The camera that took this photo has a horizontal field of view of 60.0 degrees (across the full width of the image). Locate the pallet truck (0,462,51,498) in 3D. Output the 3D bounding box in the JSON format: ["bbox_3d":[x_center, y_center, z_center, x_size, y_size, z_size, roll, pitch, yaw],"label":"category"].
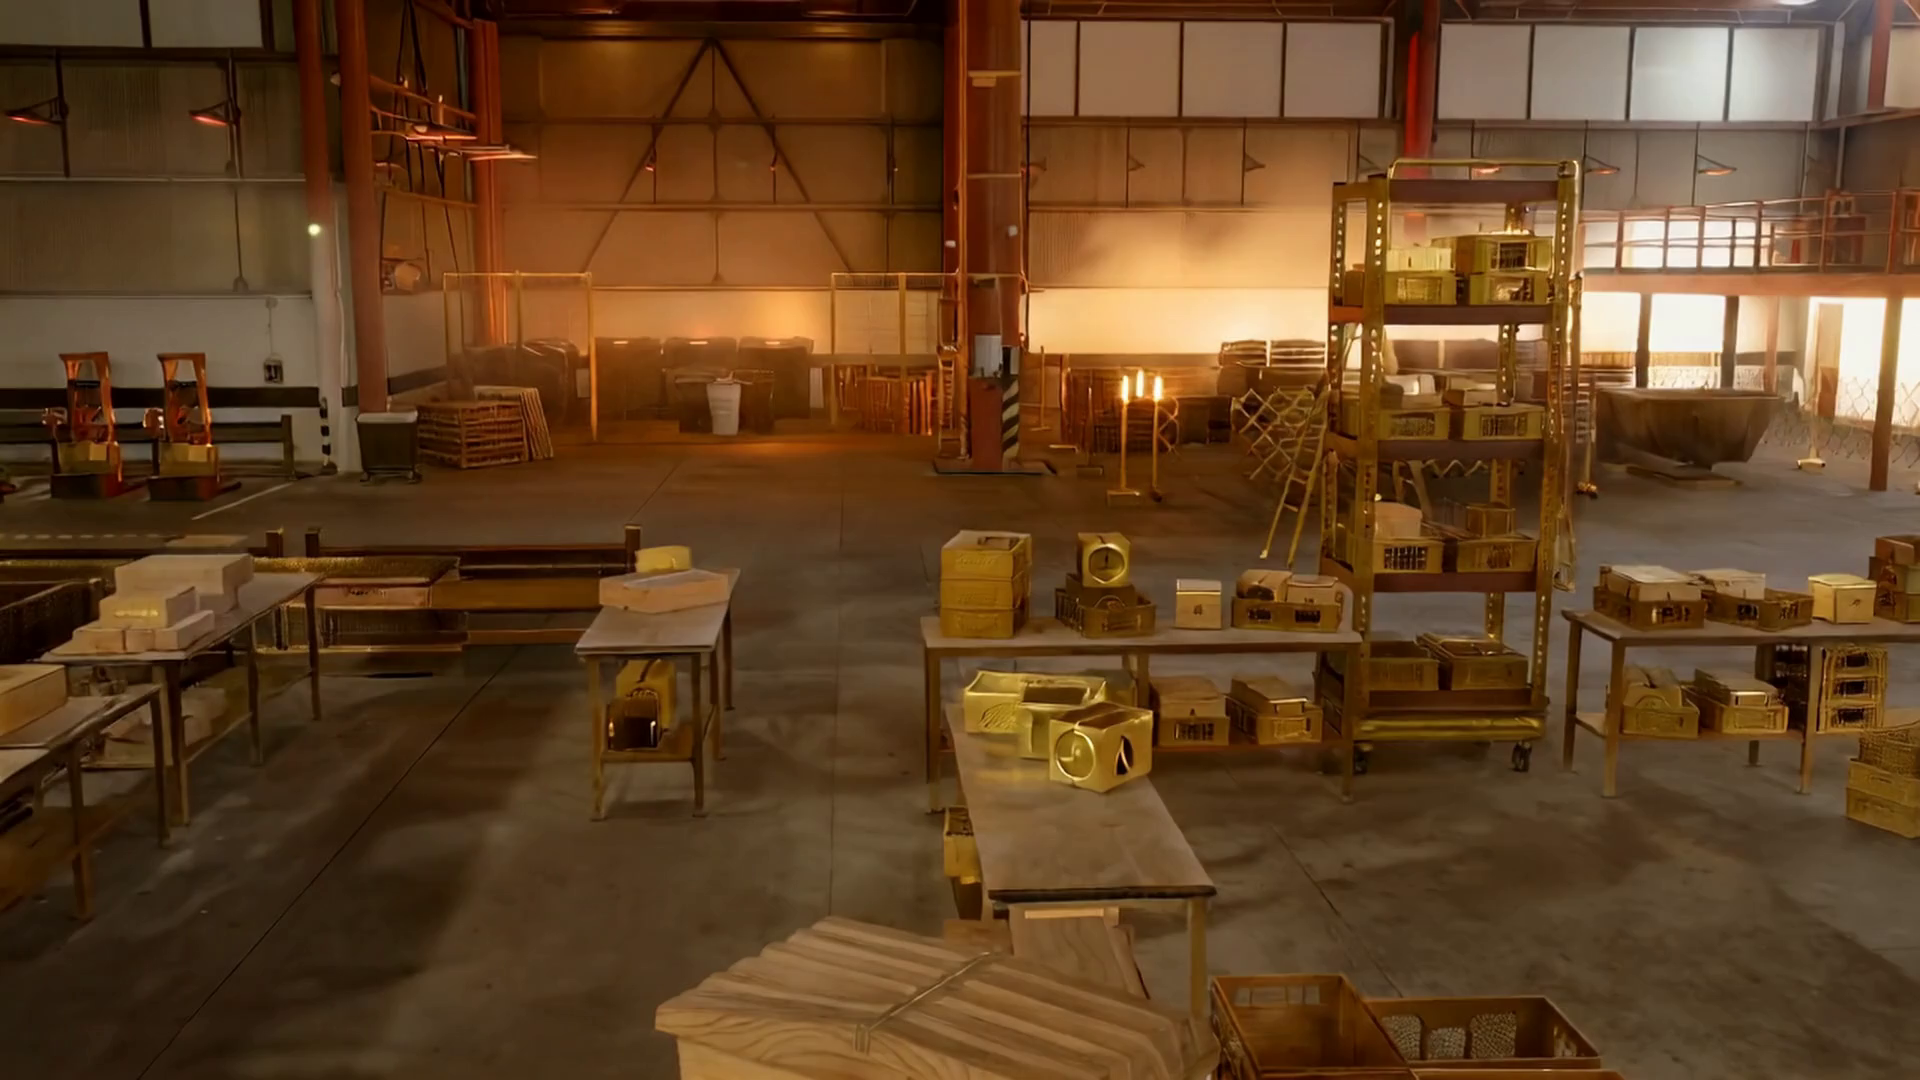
[{"bbox_3d":[-13.193,-1.293,23.148,0.653,1.274,1.630,-1,9,-4],"label":"pallet truck"}]

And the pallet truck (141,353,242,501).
[{"bbox_3d":[-10.520,-1.604,22.925,0.823,1.965,1.885,-1,9,-6],"label":"pallet truck"}]

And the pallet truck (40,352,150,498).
[{"bbox_3d":[-11.907,-1.642,23.165,0.823,1.965,1.885,0,9,0],"label":"pallet truck"}]
